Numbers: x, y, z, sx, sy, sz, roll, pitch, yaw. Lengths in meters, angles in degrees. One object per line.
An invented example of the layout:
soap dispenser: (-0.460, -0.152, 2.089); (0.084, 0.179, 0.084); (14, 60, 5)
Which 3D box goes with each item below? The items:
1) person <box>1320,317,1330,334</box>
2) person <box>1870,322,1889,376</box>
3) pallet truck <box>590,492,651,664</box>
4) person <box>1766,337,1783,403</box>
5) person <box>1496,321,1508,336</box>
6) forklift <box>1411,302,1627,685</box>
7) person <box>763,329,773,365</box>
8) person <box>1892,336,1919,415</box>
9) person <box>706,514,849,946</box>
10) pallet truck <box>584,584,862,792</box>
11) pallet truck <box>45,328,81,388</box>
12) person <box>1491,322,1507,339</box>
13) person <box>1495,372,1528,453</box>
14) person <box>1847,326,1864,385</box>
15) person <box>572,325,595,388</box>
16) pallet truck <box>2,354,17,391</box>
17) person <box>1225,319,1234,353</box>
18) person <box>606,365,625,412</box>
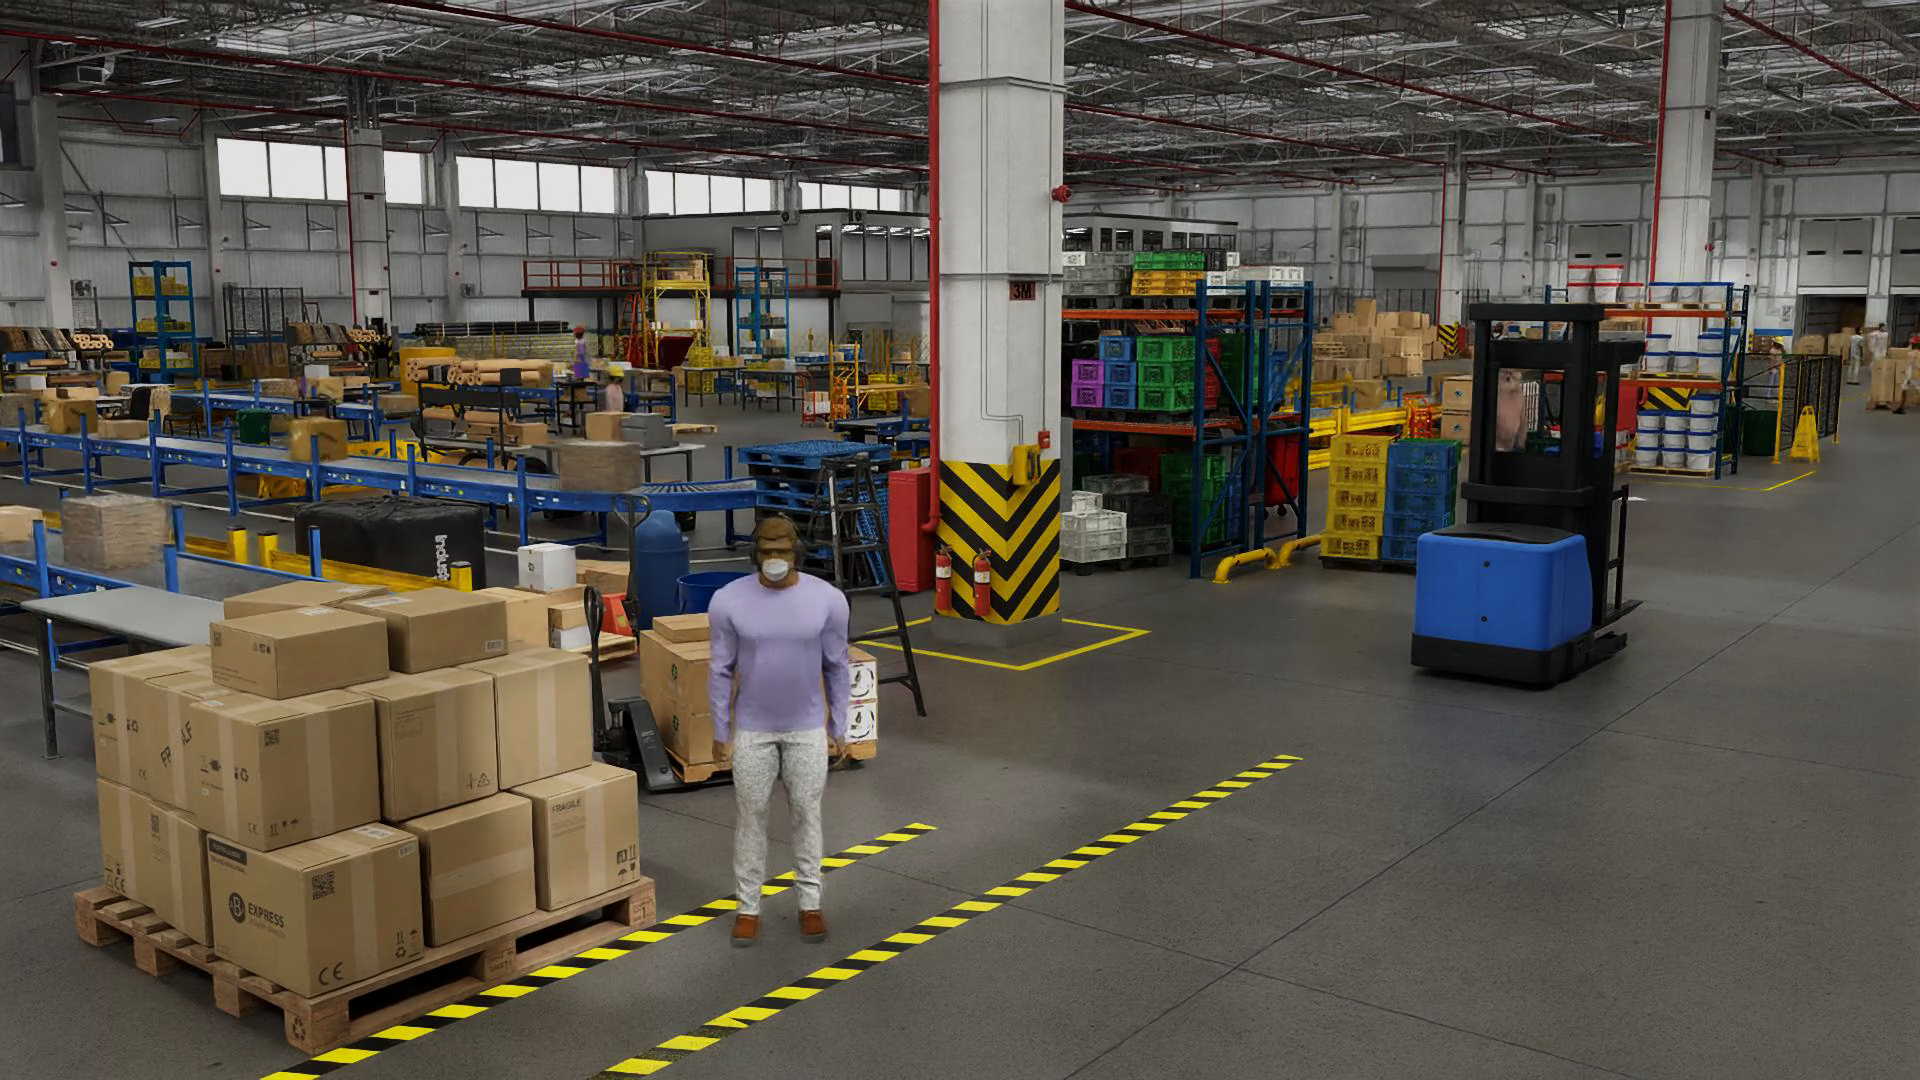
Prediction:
person: (16.484, -9.176, 75.251); (0.634, 1.839, 0.429); (-3, 9, -20)
person: (30.844, -6.328, 55.744); (0.652, 1.928, 0.434); (-2, 9, -15)
pallet truck: (-3.115, 0.344, 12.883); (0.653, 1.274, 1.630); (7, 11, 37)
person: (21.496, -4.476, 43.845); (0.524, 1.760, 0.326); (-7, 11, -39)
person: (25.780, -9.782, 79.125); (0.614, 1.902, 0.454); (1, 8, 4)
forklift: (4.379, -0.438, 12.852); (1.129, 2.768, 1.873); (7, 11, 37)
person: (-7.338, -7.382, 63.063); (0.650, 1.860, 0.580); (6, 11, 37)
person: (22.661, -3.885, 39.402); (0.558, 1.901, 0.966); (-3, 9, -20)
person: (-0.805, 0.839, 7.402); (0.635, 1.937, 0.352); (-1, 9, -7)
pallet truck: (-1.426, 0.805, 10.019); (1.601, 1.201, 0.680); (-4, 9, -26)
pallet truck: (-23.775, -4.544, 43.495); (1.885, 1.965, 0.823); (6, 10, 35)
person: (16.040, -5.461, 49.528); (0.537, 2.000, 0.689); (-7, 11, -41)
person: (7.381, -1.356, 22.540); (0.709, 1.839, 0.988); (-3, 9, -22)
person: (28.358, -5.830, 52.642); (0.328, 1.861, 0.503); (-4, 9, -24)
person: (-10.313, -4.862, 45.561); (0.612, 2.026, 0.605); (-1, 9, -8)
pallet truck: (-24.881, -4.417, 42.634); (1.885, 1.965, 0.823); (8, 11, 41)
person: (10.833, -7.963, 66.785); (0.392, 1.930, 0.546); (3, 9, 17)
person: (-5.444, -1.903, 26.487); (0.485, 1.747, 0.556); (1, 9, 8)
